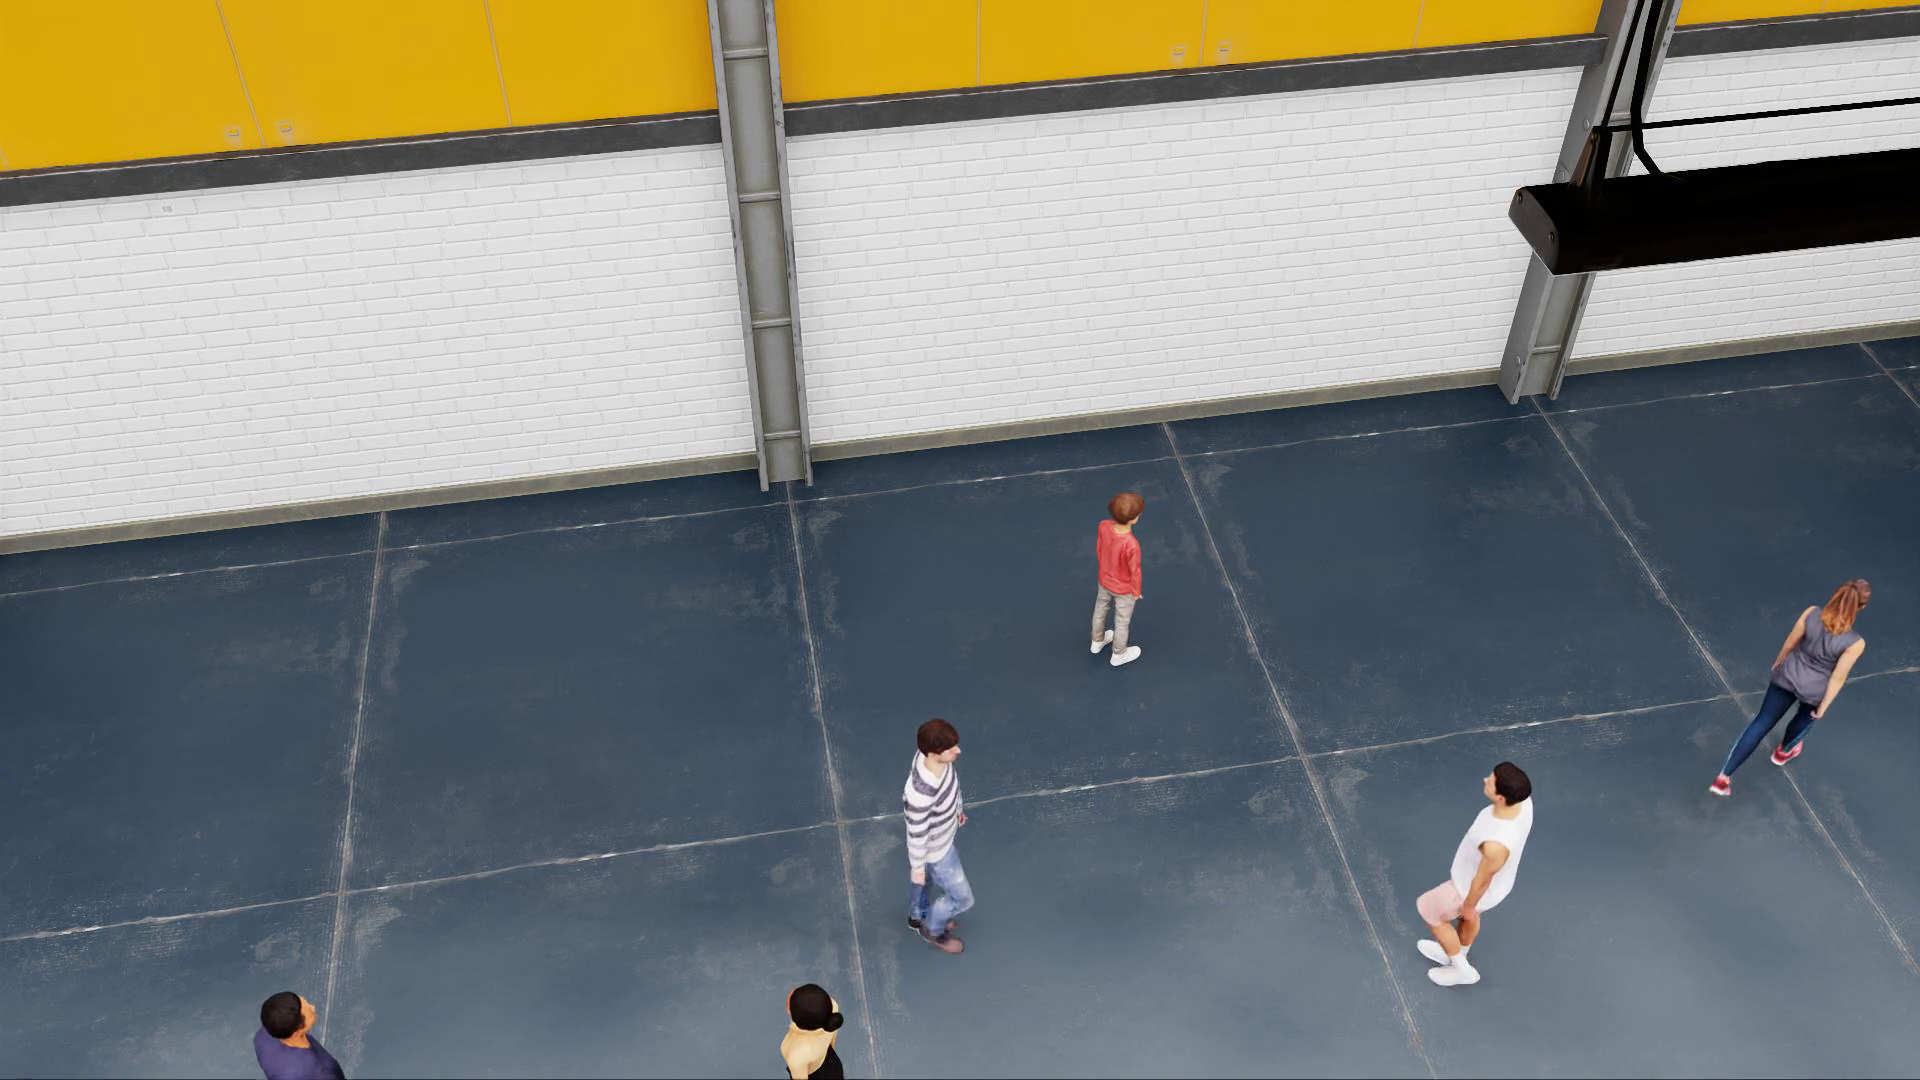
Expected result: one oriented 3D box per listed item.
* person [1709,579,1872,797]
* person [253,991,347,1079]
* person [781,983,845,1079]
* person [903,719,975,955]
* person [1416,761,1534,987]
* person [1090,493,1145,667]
[{"bbox_3d":[4.985,0.930,9.961,1.224,1.686,0.935,-29,51,-27],"label":"person"},{"bbox_3d":[-3.123,2.776,7.959,0.802,1.774,0.770,-32,52,-29],"label":"person"},{"bbox_3d":[-0.707,2.662,8.167,0.687,1.653,0.656,16,46,16],"label":"person"},{"bbox_3d":[-0.237,1.614,9.132,0.780,1.838,0.778,8,44,8],"label":"person"},{"bbox_3d":[2.867,1.851,8.927,0.856,1.778,0.794,27,50,26],"label":"person"},{"bbox_3d":[1.027,0.254,10.865,0.613,1.417,0.588,-33,53,-30],"label":"person"}]
